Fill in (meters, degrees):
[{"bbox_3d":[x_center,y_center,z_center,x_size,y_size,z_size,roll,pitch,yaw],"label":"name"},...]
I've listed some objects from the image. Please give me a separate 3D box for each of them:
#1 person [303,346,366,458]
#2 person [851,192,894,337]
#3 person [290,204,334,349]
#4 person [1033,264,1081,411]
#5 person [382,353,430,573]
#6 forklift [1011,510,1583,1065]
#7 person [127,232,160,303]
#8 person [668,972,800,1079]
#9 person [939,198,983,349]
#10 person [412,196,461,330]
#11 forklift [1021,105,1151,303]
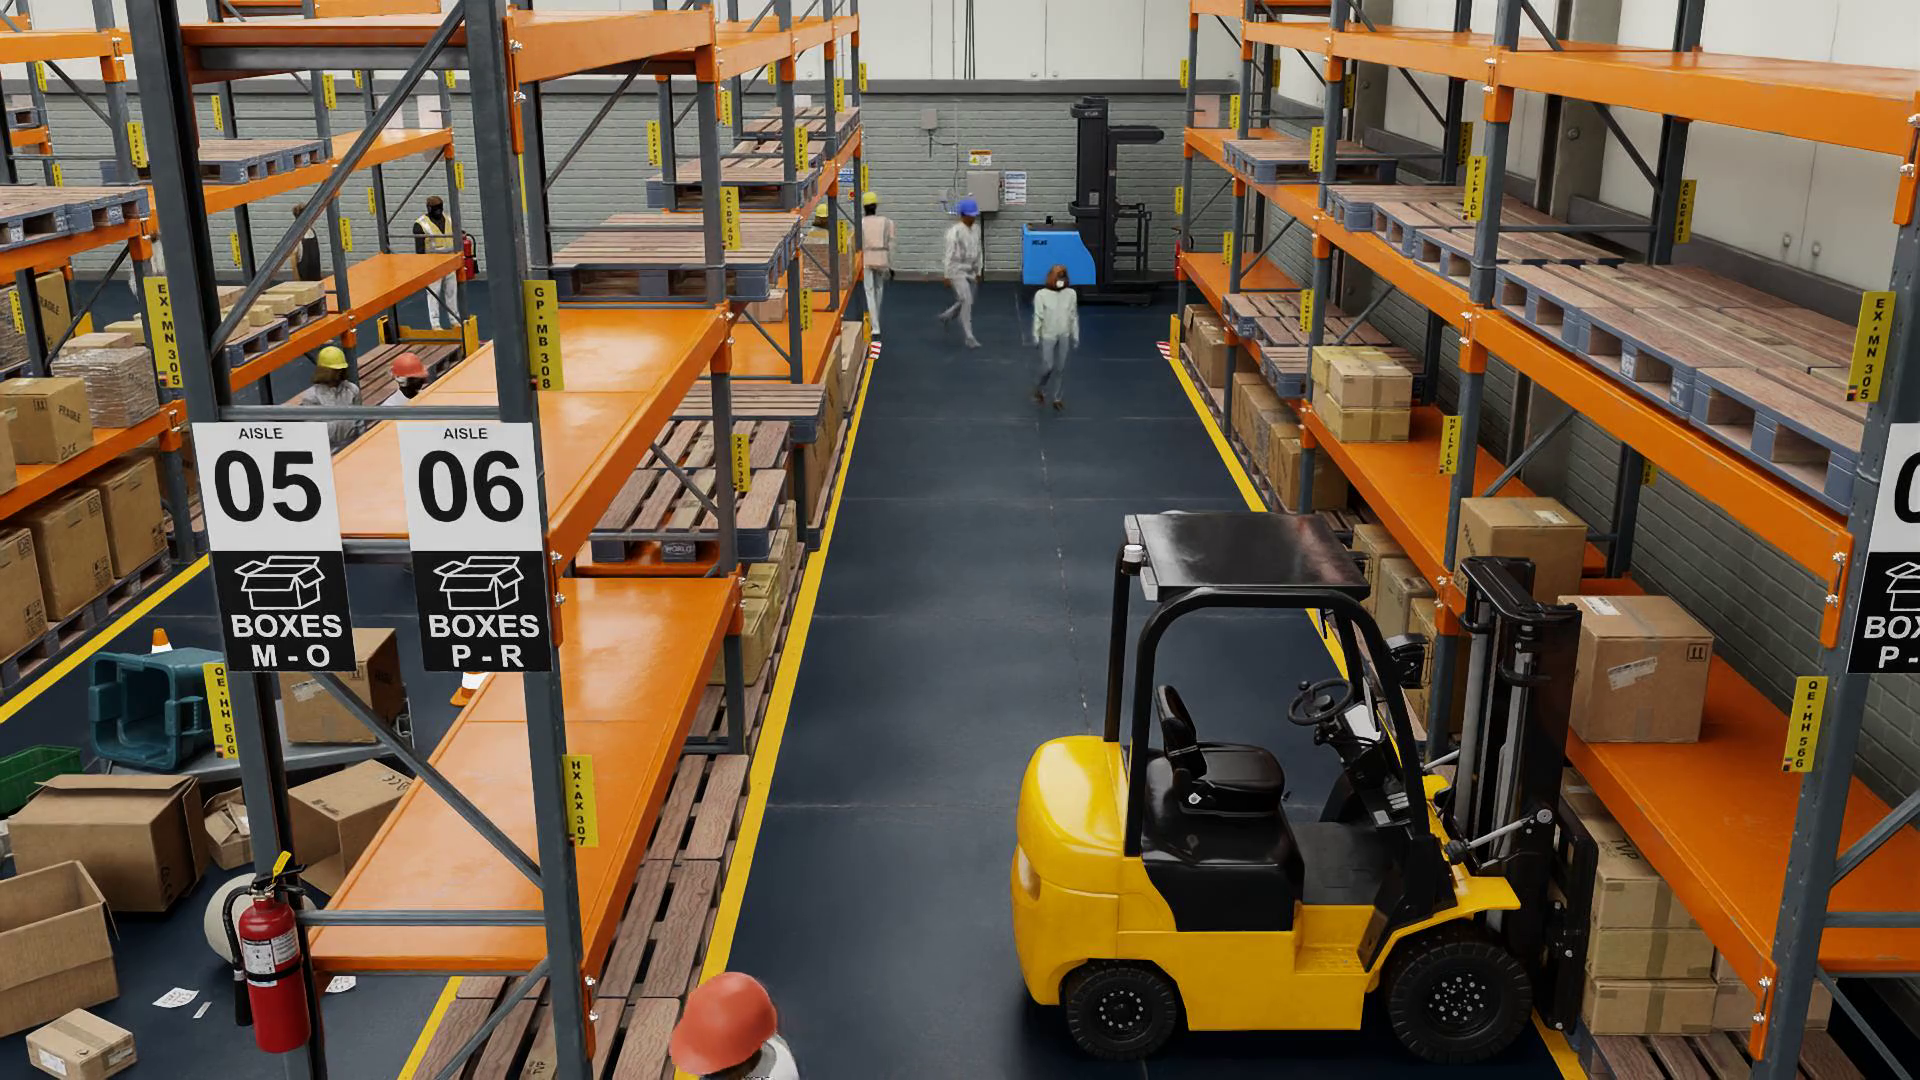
[{"bbox_3d":[-5.001,-0.708,13.433,0.321,1.738,0.486,16,24,40],"label":"person"},{"bbox_3d":[-1.203,-3.712,22.304,0.593,1.865,1.004,-6,19,-17],"label":"person"},{"bbox_3d":[-8.363,-3.389,21.361,0.331,1.843,0.520,5,19,16],"label":"person"},{"bbox_3d":[1.052,-2.197,18.119,0.498,1.619,0.336,-6,19,-19],"label":"person"},{"bbox_3d":[-4.269,-0.606,13.091,0.338,1.748,0.575,6,19,17],"label":"person"},{"bbox_3d":[1.387,1.055,7.378,2.313,2.155,1.214,0,18,0],"label":"forklift"},{"bbox_3d":[-11.232,-3.880,22.887,0.620,1.822,0.642,0,18,1],"label":"person"},{"bbox_3d":[-0.736,2.034,4.882,0.612,1.900,0.621,6,19,17],"label":"person"},{"bbox_3d":[-0.005,-3.464,21.482,0.757,1.919,0.611,15,24,39],"label":"person"},{"bbox_3d":[-6.971,-3.692,22.304,0.430,1.835,0.631,16,24,39],"label":"person"},{"bbox_3d":[1.857,-4.944,24.441,1.873,2.768,1.129,0,18,0],"label":"forklift"}]
